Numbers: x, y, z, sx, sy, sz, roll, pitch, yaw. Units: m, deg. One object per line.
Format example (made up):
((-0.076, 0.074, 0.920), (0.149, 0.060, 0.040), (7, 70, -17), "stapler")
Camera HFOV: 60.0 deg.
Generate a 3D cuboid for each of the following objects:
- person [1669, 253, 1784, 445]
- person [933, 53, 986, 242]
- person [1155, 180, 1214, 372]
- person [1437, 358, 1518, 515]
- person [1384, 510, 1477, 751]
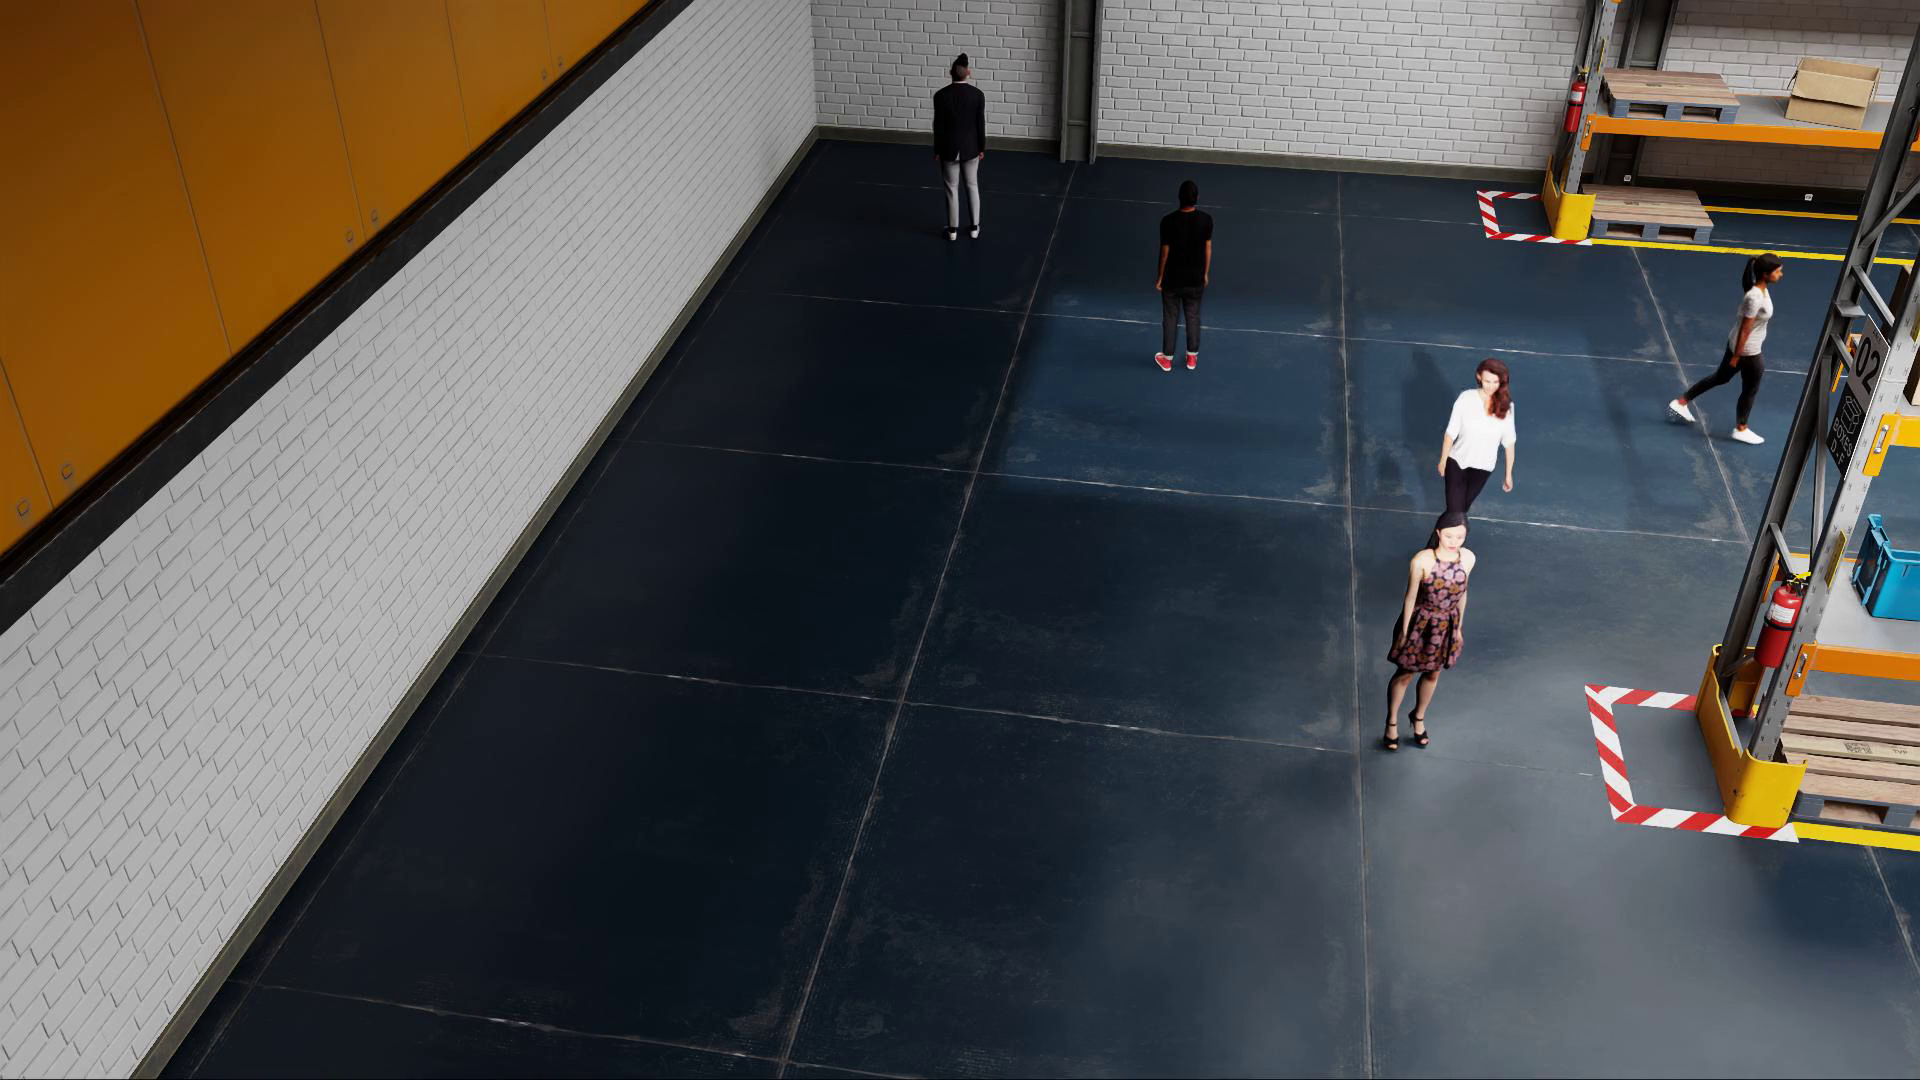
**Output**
((6.360, -1.608, 13.704), (1.056, 1.621, 0.719), (13, 36, 19), "person")
((0.000, -4.041, 17.068), (0.660, 1.948, 0.832), (-5, 34, -7), "person")
((1.969, -2.327, 14.662), (0.603, 1.758, 0.752), (-3, 34, -5), "person")
((3.643, -0.562, 12.005), (1.018, 1.759, 0.866), (-4, 34, -6), "person")
((2.909, 0.567, 10.293), (0.728, 1.774, 0.824), (-6, 34, -9), "person")
